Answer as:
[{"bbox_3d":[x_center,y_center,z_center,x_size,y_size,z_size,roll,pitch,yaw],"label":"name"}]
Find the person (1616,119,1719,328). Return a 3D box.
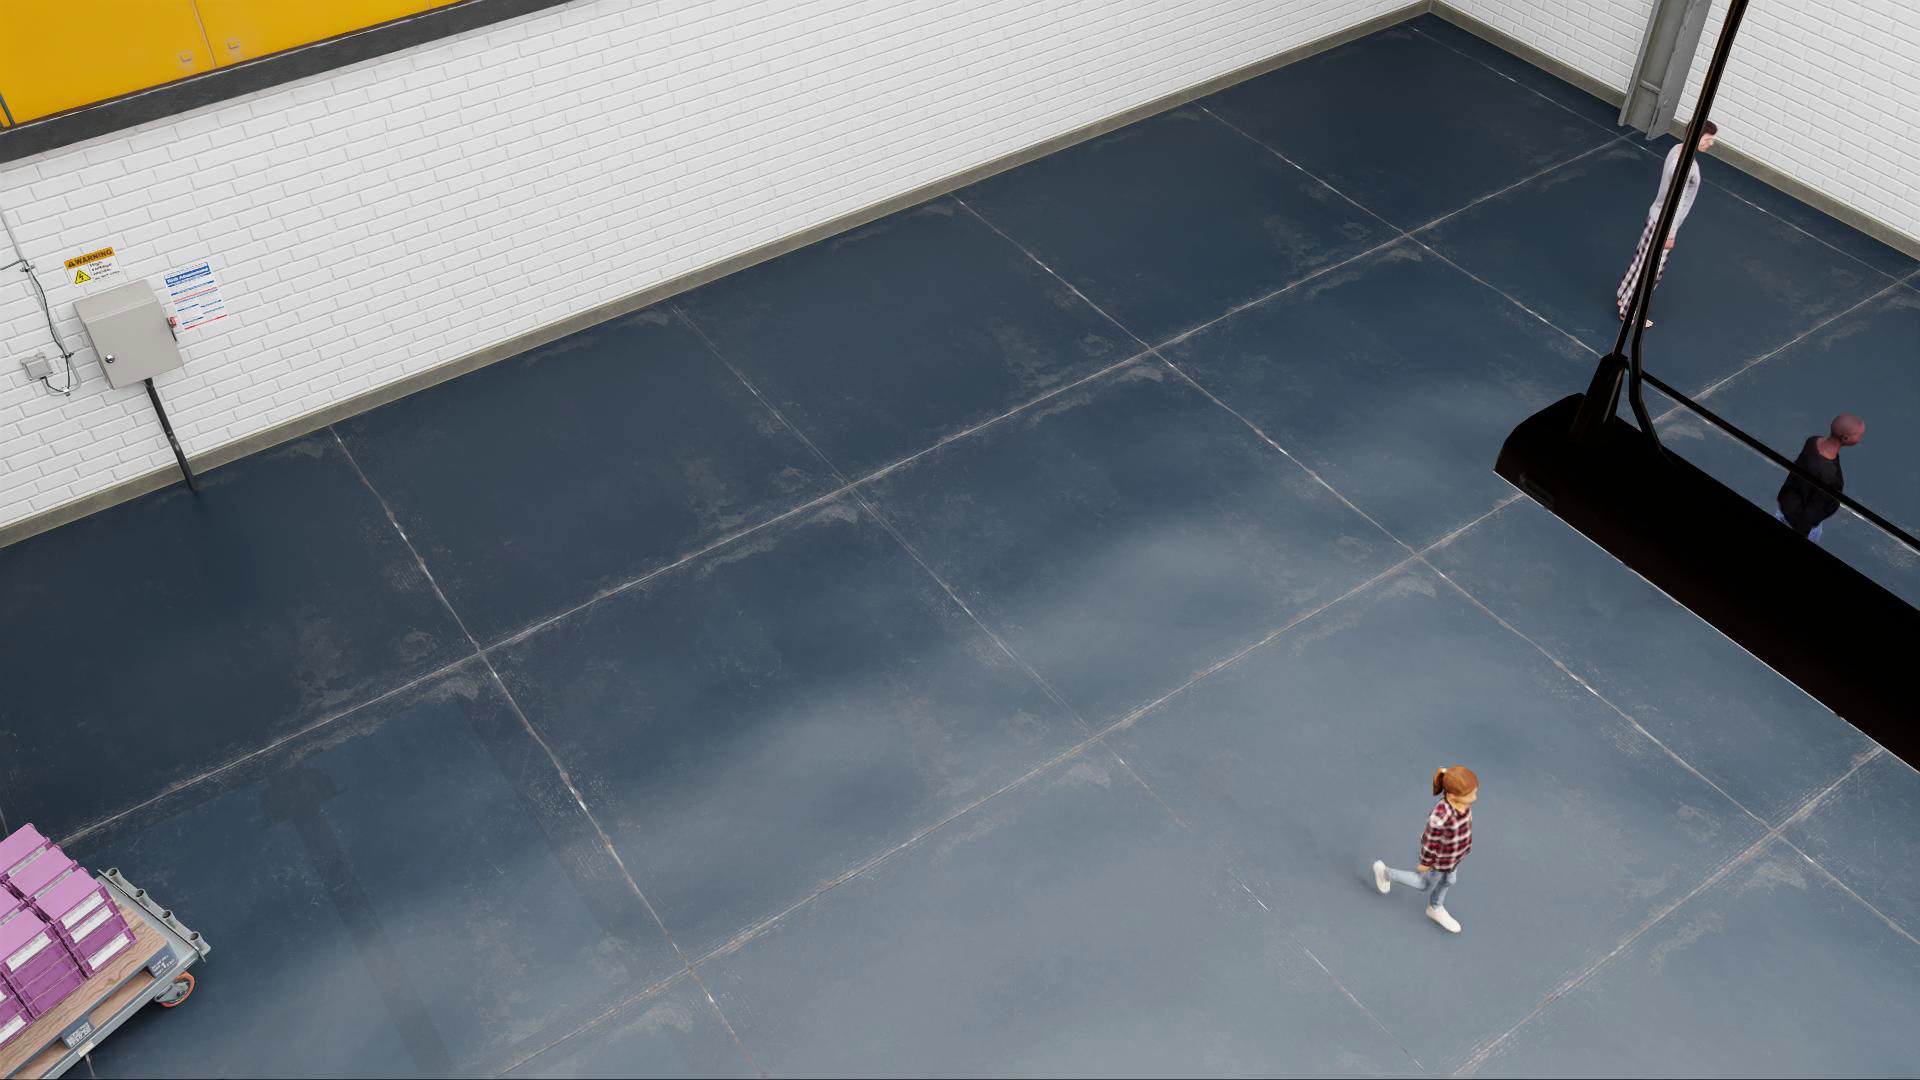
[{"bbox_3d":[5.753,-2.612,13.581,0.753,1.846,0.707,9,44,10],"label":"person"}]

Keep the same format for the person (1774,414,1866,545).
[{"bbox_3d":[5.514,-0.168,11.103,1.064,1.727,1.073,2,44,3],"label":"person"}]

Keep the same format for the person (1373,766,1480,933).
[{"bbox_3d":[2.688,1.709,9.446,0.845,1.293,0.626,33,53,30],"label":"person"}]
